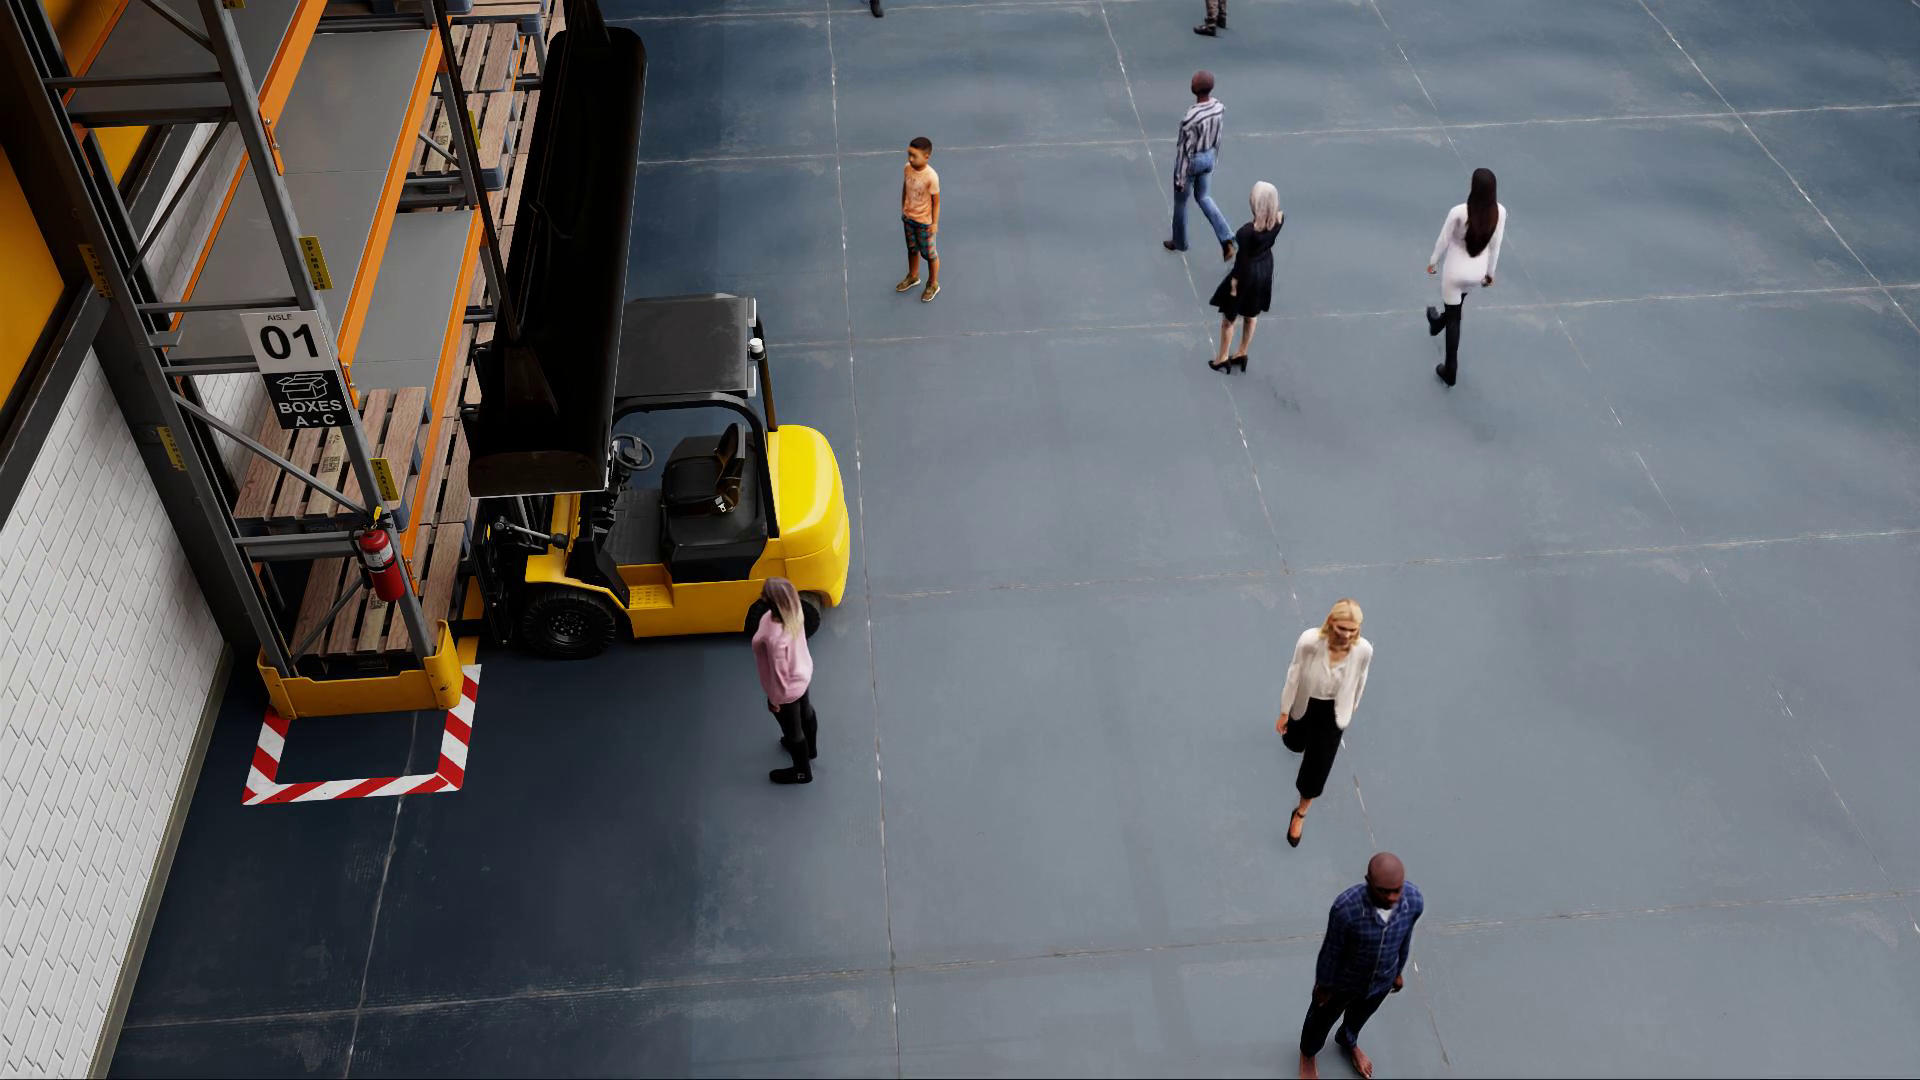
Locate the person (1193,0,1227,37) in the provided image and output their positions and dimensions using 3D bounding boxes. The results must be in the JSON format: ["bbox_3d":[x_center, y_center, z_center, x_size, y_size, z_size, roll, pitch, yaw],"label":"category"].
[{"bbox_3d":[2.682,-6.117,17.303,0.725,1.713,0.658,27,50,25],"label":"person"}]

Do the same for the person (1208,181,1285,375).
[{"bbox_3d":[2.307,-2.025,12.986,0.748,1.744,0.771,-27,50,-25],"label":"person"}]

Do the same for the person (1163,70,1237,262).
[{"bbox_3d":[2.073,-3.110,14.098,0.969,1.780,1.086,-31,52,-29],"label":"person"}]

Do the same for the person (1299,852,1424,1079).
[{"bbox_3d":[2.039,2.181,8.517,0.696,1.819,0.648,-10,45,-10],"label":"person"}]

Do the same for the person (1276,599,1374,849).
[{"bbox_3d":[2.092,0.949,9.805,0.851,1.827,1.194,8,44,9],"label":"person"}]

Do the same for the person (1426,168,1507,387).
[{"bbox_3d":[3.937,-2.010,12.955,0.644,1.765,1.109,-4,44,-4],"label":"person"}]

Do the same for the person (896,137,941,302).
[{"bbox_3d":[-0.329,-2.706,13.905,0.600,1.461,0.652,27,50,25],"label":"person"}]

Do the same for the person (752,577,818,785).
[{"bbox_3d":[-1.026,0.837,10.023,0.720,1.687,0.581,9,44,10],"label":"person"}]
